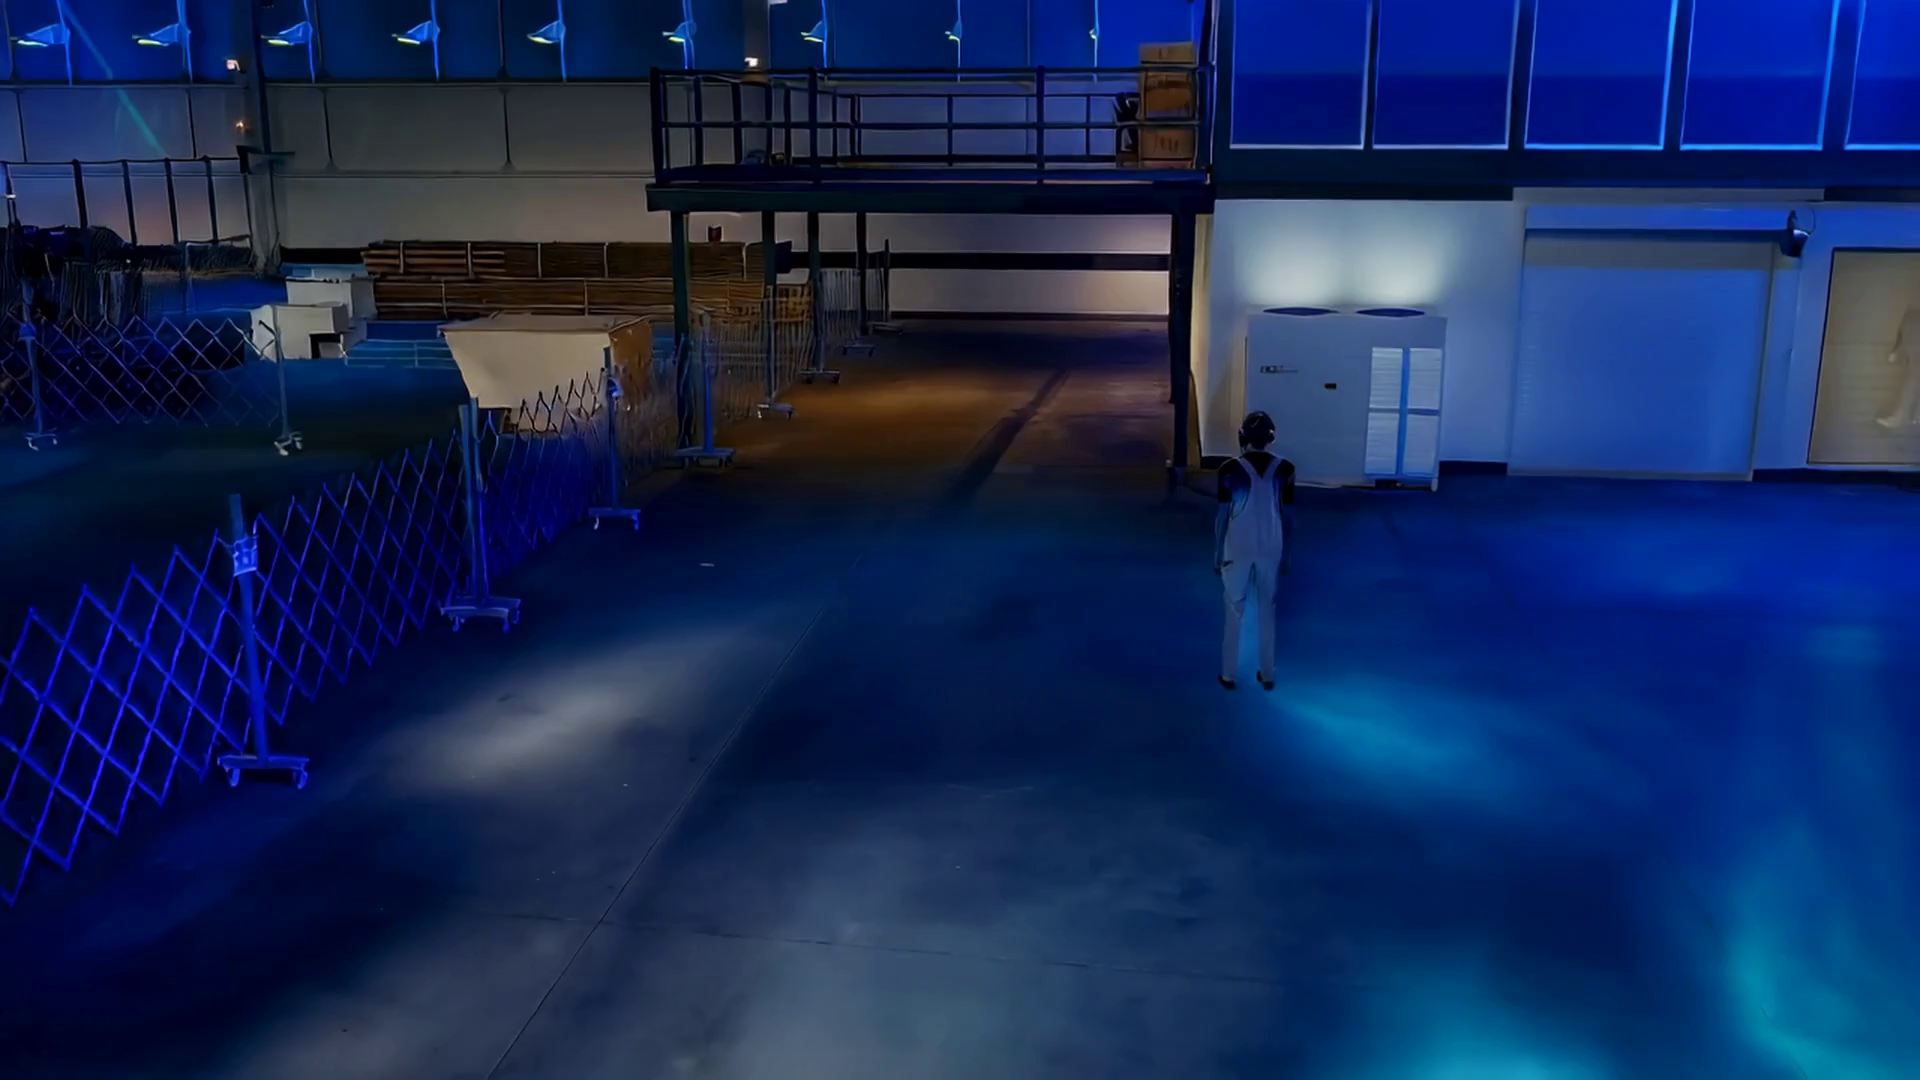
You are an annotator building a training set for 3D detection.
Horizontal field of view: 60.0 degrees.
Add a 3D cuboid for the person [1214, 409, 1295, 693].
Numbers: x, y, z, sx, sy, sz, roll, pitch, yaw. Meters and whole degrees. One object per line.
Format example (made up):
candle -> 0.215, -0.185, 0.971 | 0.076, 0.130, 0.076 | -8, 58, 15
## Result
person -> 1.872, 0.078, 10.657 | 0.501, 1.837, 0.350 | -1, 14, -6
